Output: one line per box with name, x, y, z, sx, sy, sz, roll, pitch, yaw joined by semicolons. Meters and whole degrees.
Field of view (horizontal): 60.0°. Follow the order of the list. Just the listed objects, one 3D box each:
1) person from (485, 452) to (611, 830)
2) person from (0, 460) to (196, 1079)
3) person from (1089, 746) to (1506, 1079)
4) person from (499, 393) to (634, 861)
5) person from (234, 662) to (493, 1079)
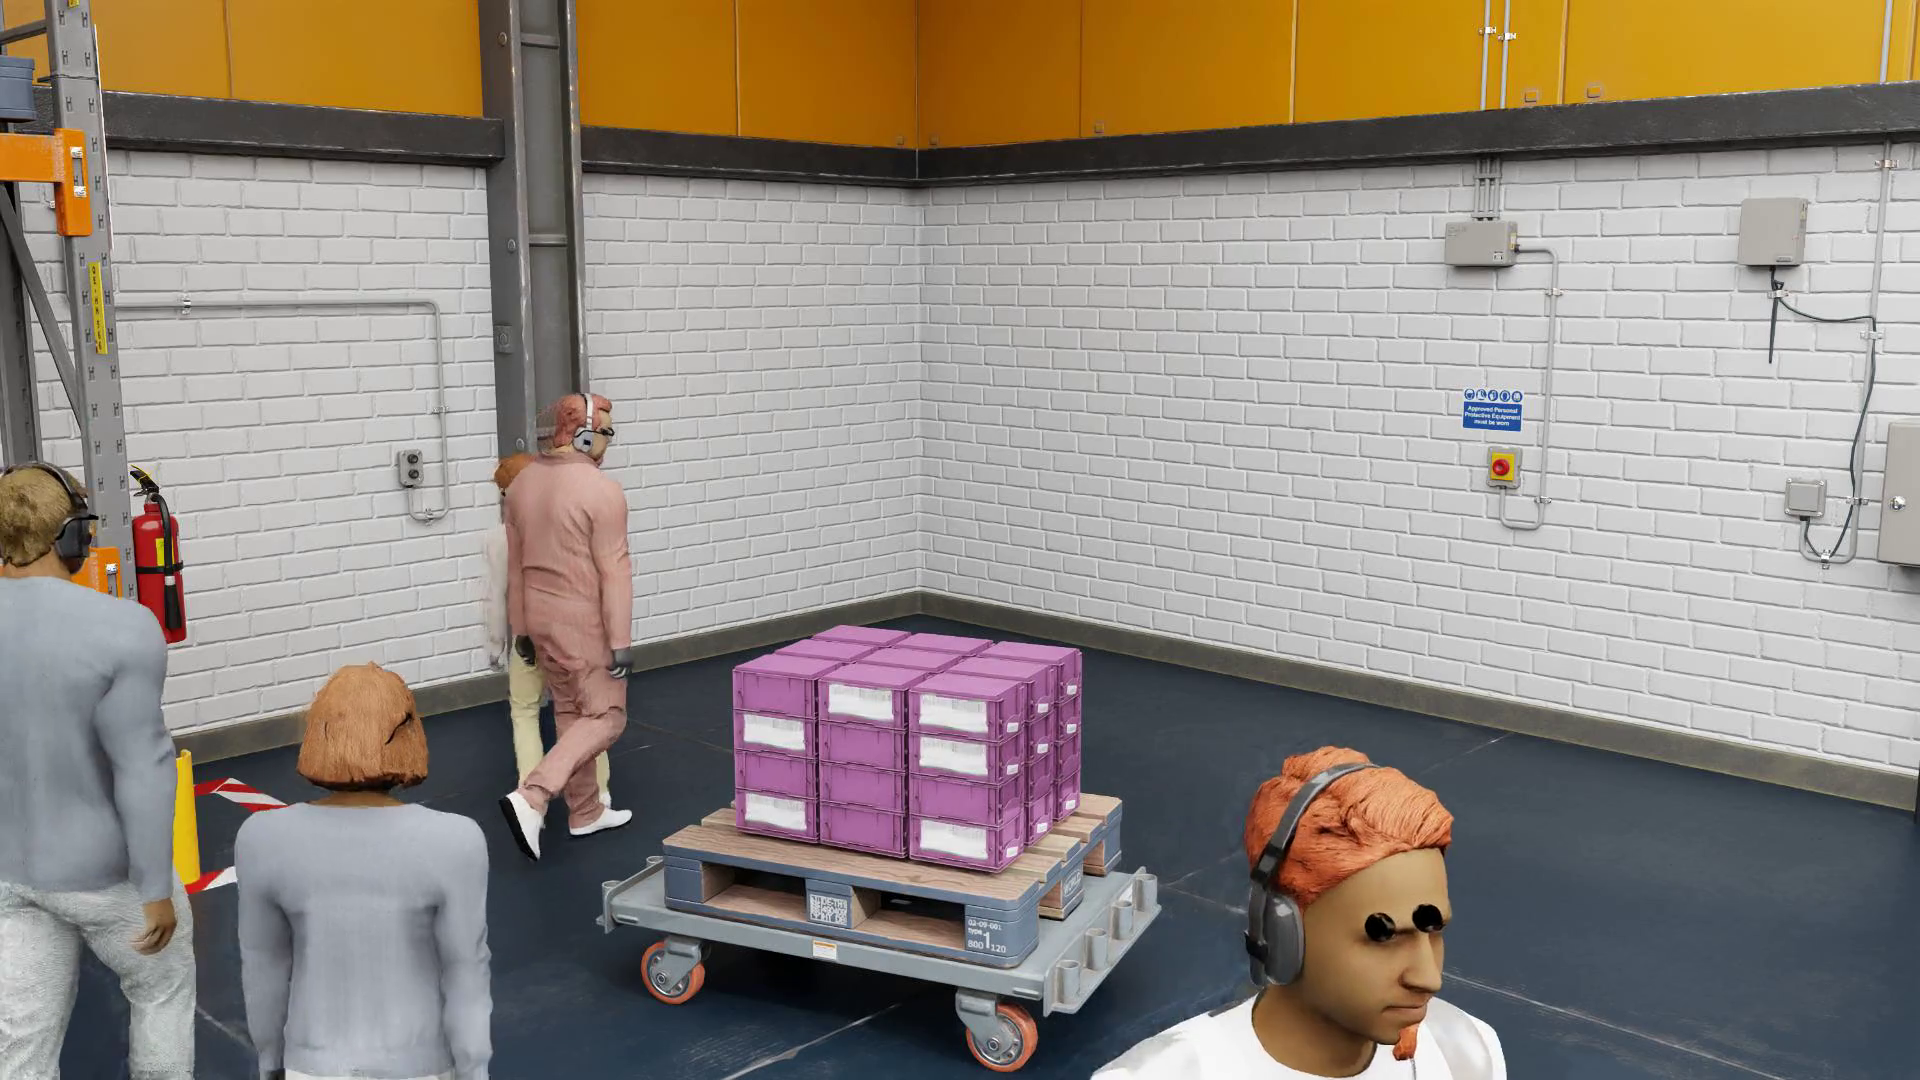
person;-1.714;0.423;7.053;0.552;1.613;0.396;-7;12;-37
person;-2.087;0.759;4.007;0.642;1.916;0.804;1;9;6
person;0.347;1.136;1.865;0.606;1.871;0.486;-5;11;-28
person;-1.580;0.349;6.656;0.655;1.879;0.696;7;11;36
person;-1.171;1.048;3.252;0.501;1.613;0.769;-1;9;-4
